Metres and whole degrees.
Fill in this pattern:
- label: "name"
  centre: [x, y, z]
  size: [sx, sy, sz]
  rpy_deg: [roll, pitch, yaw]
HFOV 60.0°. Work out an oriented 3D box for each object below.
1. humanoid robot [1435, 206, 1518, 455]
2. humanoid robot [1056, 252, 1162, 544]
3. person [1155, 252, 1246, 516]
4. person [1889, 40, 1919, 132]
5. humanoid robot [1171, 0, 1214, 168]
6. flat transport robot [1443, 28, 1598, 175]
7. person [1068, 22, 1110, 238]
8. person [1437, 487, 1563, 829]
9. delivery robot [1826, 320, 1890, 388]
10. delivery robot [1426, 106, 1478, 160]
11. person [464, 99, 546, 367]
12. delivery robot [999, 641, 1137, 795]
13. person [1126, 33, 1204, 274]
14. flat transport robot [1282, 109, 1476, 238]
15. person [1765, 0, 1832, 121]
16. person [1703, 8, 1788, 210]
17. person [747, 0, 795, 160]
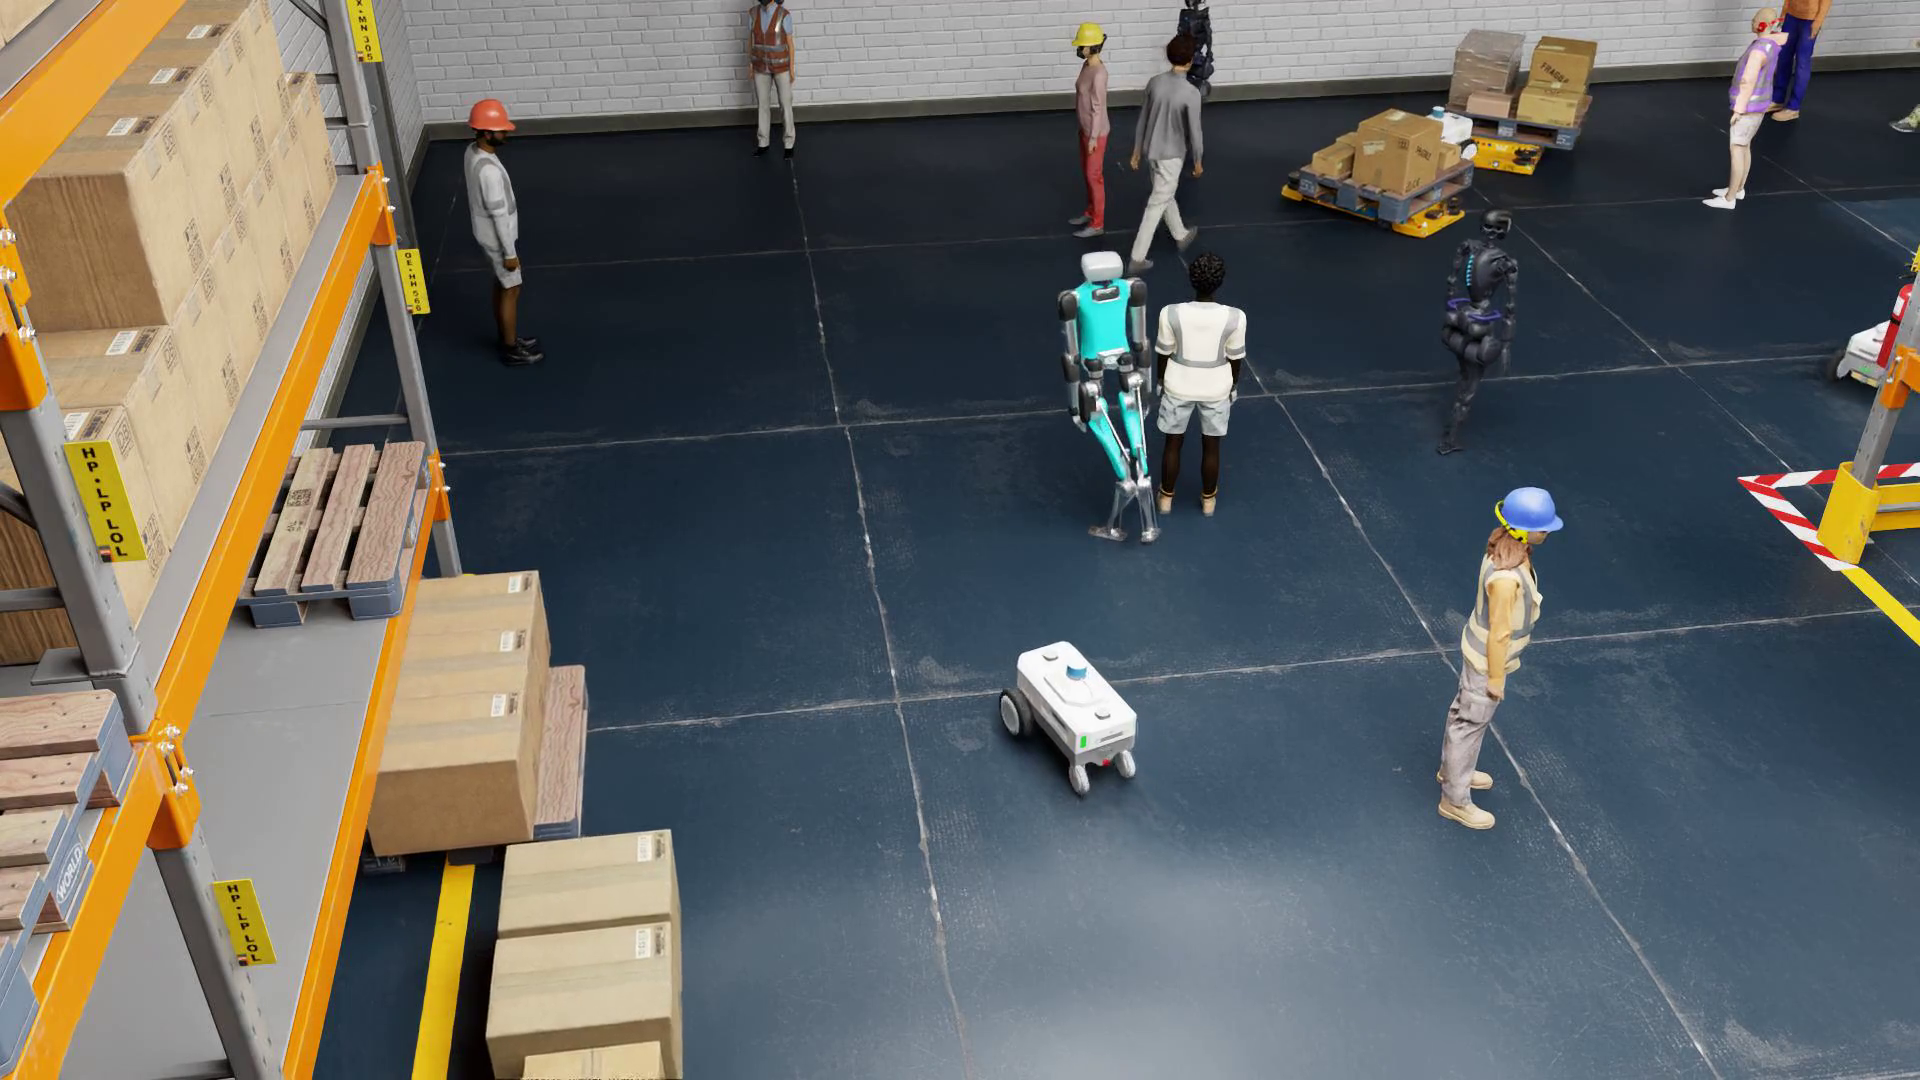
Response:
- label: "humanoid robot"
  centre: [3.310, -1.340, 10.616]
  size: [0.456, 1.646, 0.609]
  rpy_deg: [-17, 37, -25]
- label: "humanoid robot"
  centre: [0.930, -0.730, 9.619]
  size: [0.636, 1.763, 0.774]
  rpy_deg: [-8, 34, -12]
- label: "person"
  centre: [1.414, -0.906, 9.936]
  size: [0.533, 1.693, 0.320]
  rpy_deg: [4, 33, 6]
- label: "person"
  centre: [9.470, -4.746, 15.811]
  size: [0.914, 1.699, 0.573]
  rpy_deg: [-3, 33, -5]
- label: "humanoid robot"
  centre: [2.095, -4.173, 14.971]
  size: [0.320, 1.667, 0.613]
  rpy_deg: [-14, 36, -21]
- label: "flat transport robot"
  centre: [5.196, -3.796, 15.669]
  size: [0.659, 0.231, 1.431]
  rpy_deg: [15, 36, 22]
- label: "person"
  centre: [1.052, -3.355, 13.633]
  size: [0.335, 1.756, 0.516]
  rpy_deg: [-5, 33, -8]
- label: "person"
  centre: [2.466, 0.526, 7.664]
  size: [0.315, 1.778, 0.469]
  rpy_deg: [9, 34, 14]
- label: "delivery robot"
  centre: [6.496, -1.298, 11.591]
  size: [0.796, 0.606, 0.499]
  rpy_deg: [-18, 37, -26]
- label: "delivery robot"
  centre: [4.359, -3.655, 15.208]
  size: [0.785, 0.613, 0.509]
  rpy_deg: [-21, 39, -29]
- label: "person"
  centre: [-3.192, -2.129, 11.603]
  size: [0.379, 1.926, 0.547]
  rpy_deg: [-16, 36, -22]
- label: "delivery robot"
  centre: [0.565, 0.842, 8.308]
  size: [0.499, 0.602, 0.801]
  rpy_deg: [-15, 36, -22]
- label: "person"
  centre: [1.652, -3.047, 13.078]
  size: [0.955, 1.837, 0.545]
  rpy_deg: [-28, 42, -35]
- label: "flat transport robot"
  centre: [3.569, -2.963, 14.393]
  size: [1.431, 0.231, 0.659]
  rpy_deg: [28, 42, 36]
- label: "person"
  centre: [8.143, -5.073, 16.075]
  size: [0.404, 1.972, 0.518]
  rpy_deg: [-11, 35, -17]
- label: "person"
  centre: [6.720, -3.681, 14.198]
  size: [0.357, 1.684, 0.486]
  rpy_deg: [22, 39, 29]
- label: "person"
  centre: [-1.714, -4.315, 15.160]
  size: [0.445, 1.690, 0.308]
  rpy_deg: [8, 34, 12]
